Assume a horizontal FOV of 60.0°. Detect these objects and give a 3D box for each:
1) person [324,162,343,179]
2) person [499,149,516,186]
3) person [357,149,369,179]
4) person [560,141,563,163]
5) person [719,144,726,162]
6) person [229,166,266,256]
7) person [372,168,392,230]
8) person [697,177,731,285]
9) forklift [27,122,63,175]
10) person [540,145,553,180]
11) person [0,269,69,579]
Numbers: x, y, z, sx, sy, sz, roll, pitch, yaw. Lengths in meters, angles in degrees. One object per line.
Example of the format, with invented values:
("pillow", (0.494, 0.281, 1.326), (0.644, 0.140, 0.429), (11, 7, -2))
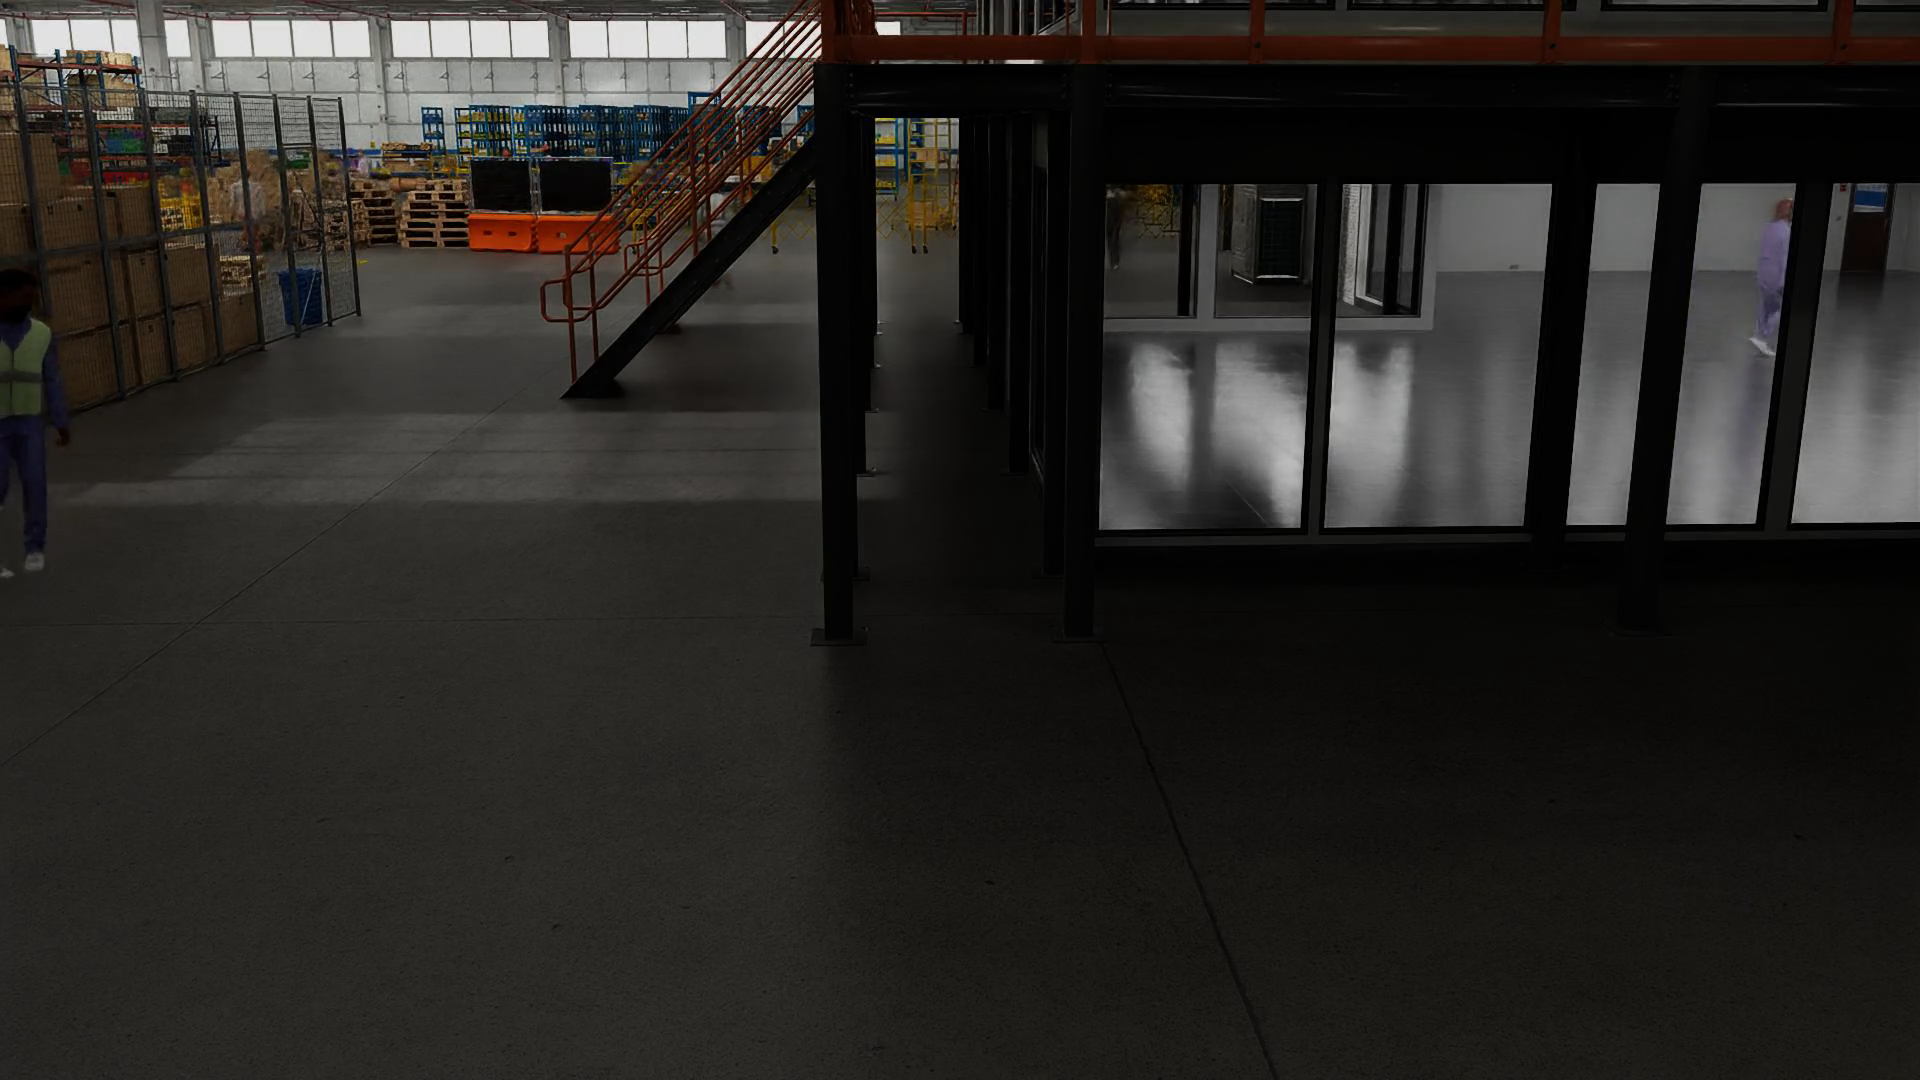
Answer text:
("person", (-15.662, -8.540, 41.642), (0.585, 1.807, 0.455), (8, 16, 31))
("person", (-15.235, -12.197, 56.064), (0.551, 1.907, 0.566), (-5, 15, -18))
("person", (-21.109, -12.941, 59.079), (0.678, 1.884, 0.648), (-7, 16, -27))
("person", (-21.758, -20.916, 91.027), (0.396, 1.847, 0.564), (-3, 14, -10))
("person", (-11.332, -17.950, 79.207), (0.403, 1.827, 0.601), (-6, 15, -22))
("person", (-14.349, -6.559, 33.452), (0.644, 1.937, 1.012), (-11, 18, -37))
("person", (-14.008, -8.188, 40.456), (0.855, 1.700, 0.490), (-2, 14, -9))
("person", (-4.218, -5.318, 28.667), (0.579, 1.860, 0.853), (-4, 15, -17))
("forklift", (-35.376, -14.773, 64.377), (1.129, 2.768, 1.873), (-1, 14, -2))
("person", (-14.270, -12.609, 57.481), (0.399, 2.040, 0.662), (-5, 15, -18))
("person", (-5.893, -0.727, 10.312), (0.438, 1.868, 0.654), (10, 17, 35))
